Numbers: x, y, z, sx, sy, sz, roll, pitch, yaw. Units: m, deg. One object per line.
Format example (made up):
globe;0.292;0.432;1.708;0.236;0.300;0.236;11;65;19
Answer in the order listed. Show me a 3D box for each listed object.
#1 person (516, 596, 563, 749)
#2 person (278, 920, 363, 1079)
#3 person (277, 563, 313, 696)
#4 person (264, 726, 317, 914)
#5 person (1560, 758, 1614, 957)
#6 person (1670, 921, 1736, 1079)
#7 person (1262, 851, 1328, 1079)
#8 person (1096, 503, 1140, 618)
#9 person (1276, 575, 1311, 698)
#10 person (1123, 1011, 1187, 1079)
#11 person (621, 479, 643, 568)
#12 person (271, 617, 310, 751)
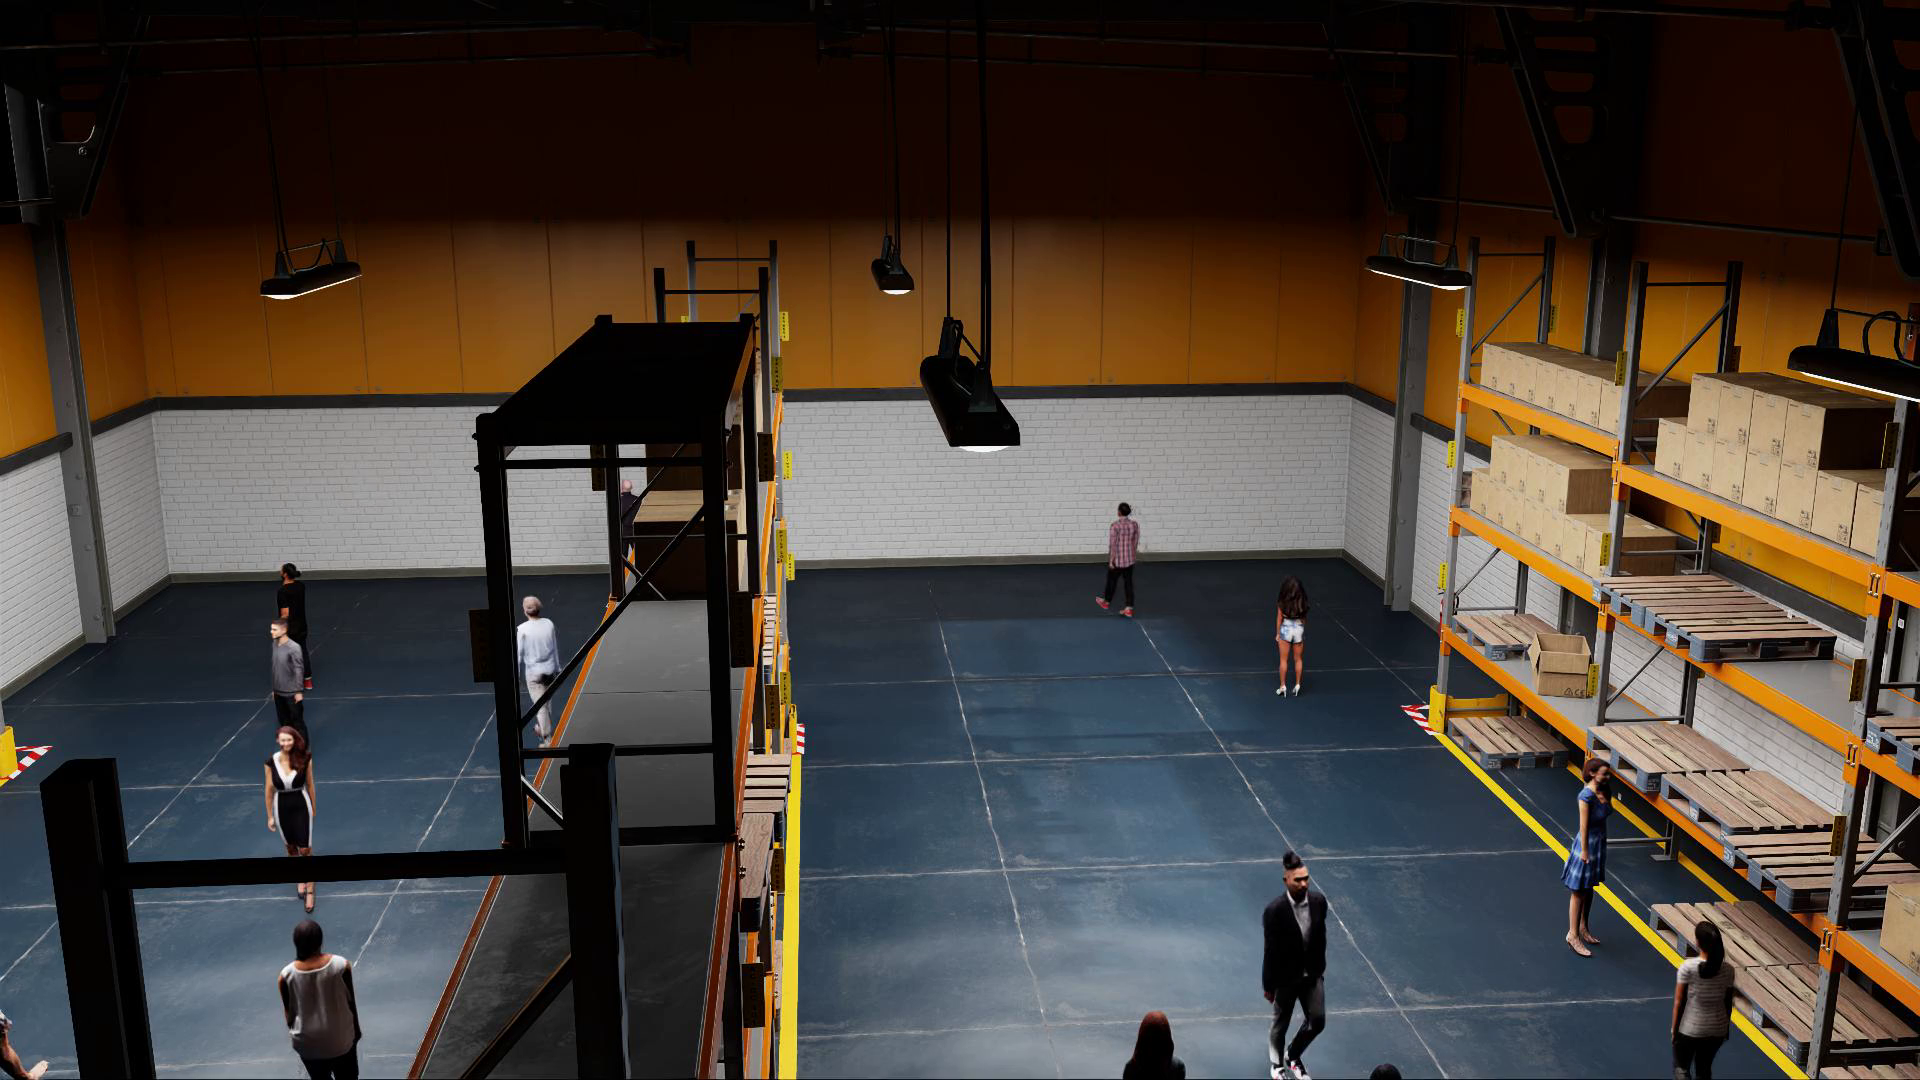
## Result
person;-4.906;1.615;19.618;1.043;1.857;1.163;-12;18;-40
person;-4.599;3.559;11.980;0.741;1.673;0.825;-2;14;-10
person;-8.719;1.147;21.762;0.758;1.757;0.626;3;14;11
person;-6.328;2.589;15.770;0.711;1.773;0.980;-4;14;-16
person;5.626;2.799;14.835;0.805;1.806;0.736;10;17;37
person;5.372;3.579;11.999;0.676;1.625;0.870;2;14;6
person;2.503;3.243;12.722;0.808;1.938;0.761;-5;14;-19
person;2.501;0.317;25.226;0.956;1.739;1.141;-7;15;-26
person;4.311;1.245;21.634;0.560;1.627;0.554;-2;14;-8
person;1.234;3.843;10.663;0.560;1.741;0.505;-1;14;-5
person;-5.294;-0.073;26.630;0.764;1.837;0.735;-8;16;-29
person;-7.790;1.744;19.290;0.696;1.761;0.706;7;15;27
